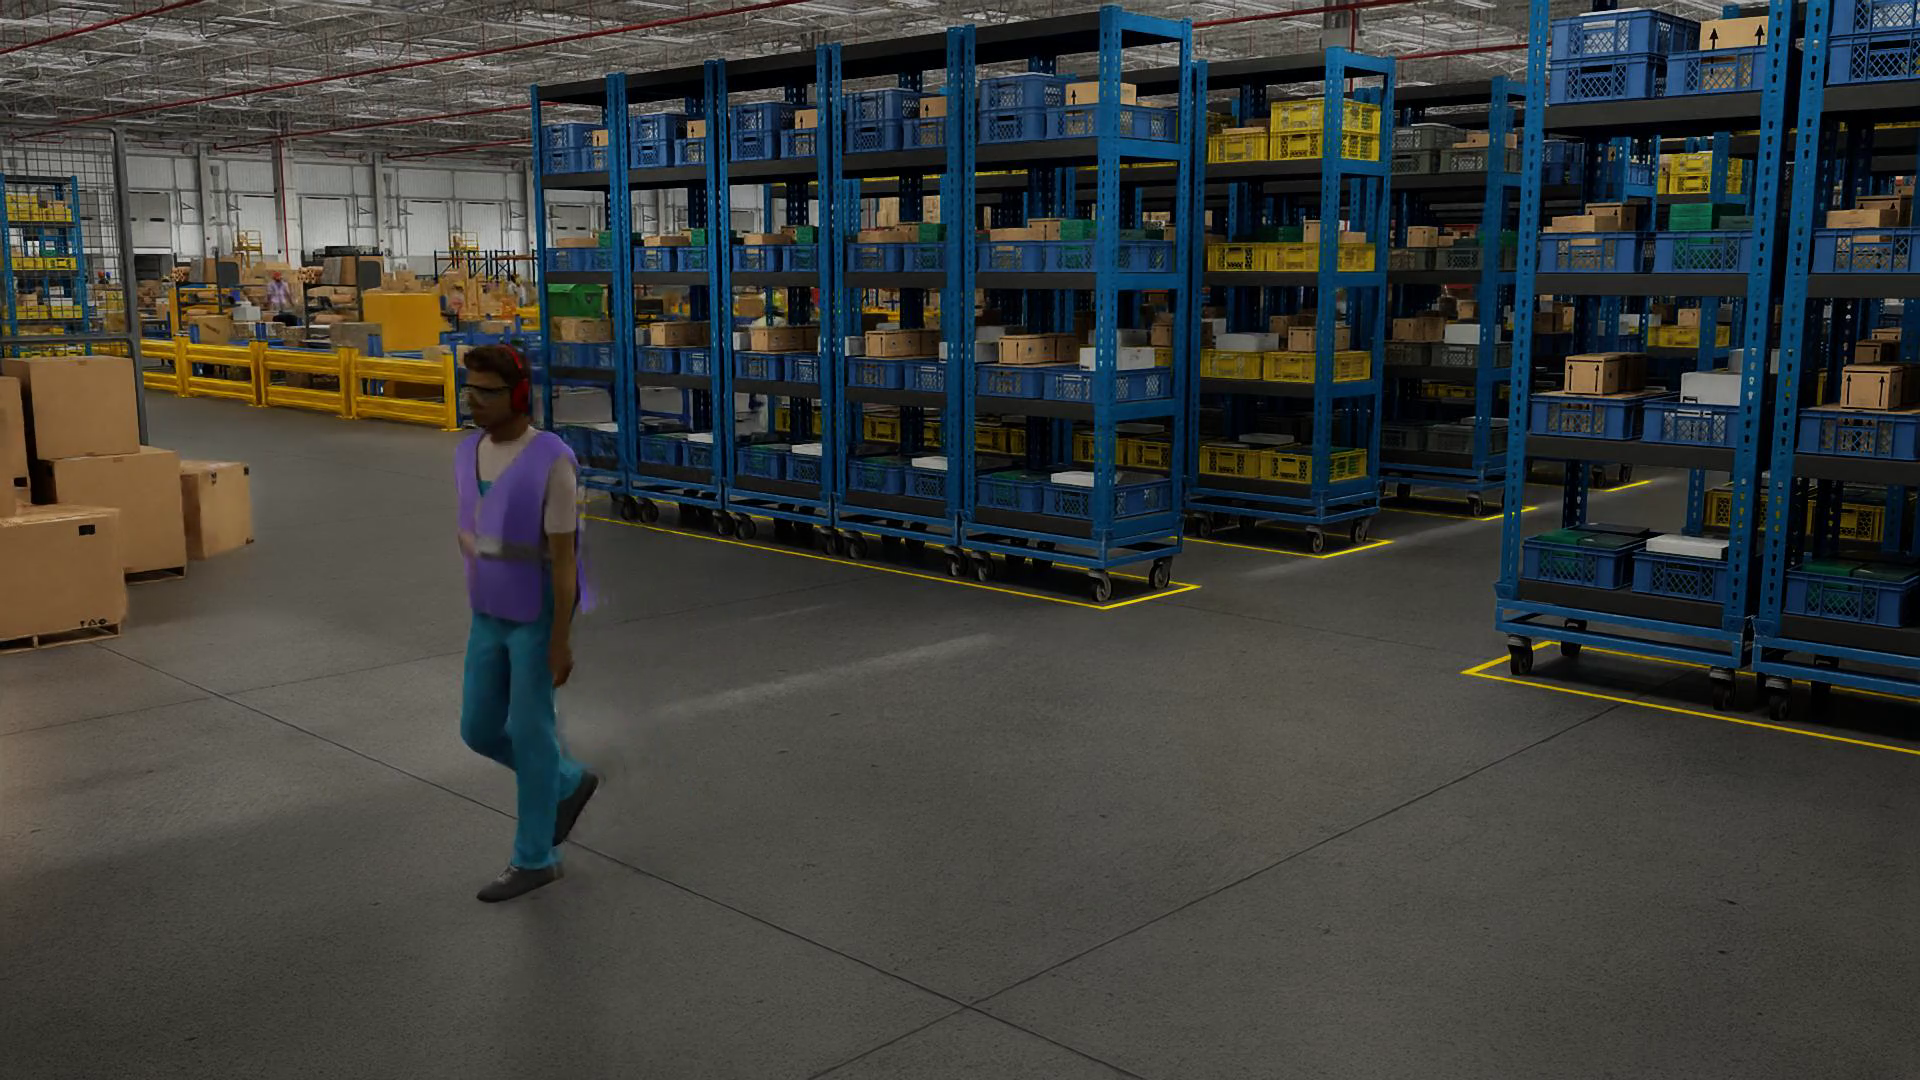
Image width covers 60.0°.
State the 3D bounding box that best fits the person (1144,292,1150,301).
[{"bbox_3d":[7.014,-9.022,62.881,0.317,1.695,0.540,1,9,4],"label":"person"}]

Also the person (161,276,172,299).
[{"bbox_3d":[-36.241,-11.179,75.962,0.296,1.743,0.492,7,12,37],"label":"person"}]

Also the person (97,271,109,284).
[{"bbox_3d":[-33.874,-9.644,65.776,0.611,1.996,0.378,5,11,30],"label":"person"}]

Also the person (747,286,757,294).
[{"bbox_3d":[-9.139,-10.858,73.400,0.553,1.935,0.362,-1,9,-6],"label":"person"}]

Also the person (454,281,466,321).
[{"bbox_3d":[-13.424,-6.046,44.491,0.678,1.748,0.528,1,9,8],"label":"person"}]

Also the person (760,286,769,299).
[{"bbox_3d":[-5.441,-6.479,47.334,0.503,1.681,0.536,9,13,44],"label":"person"}]

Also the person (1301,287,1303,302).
[{"bbox_3d":[10.346,-6.983,49.640,0.352,1.937,0.635,4,10,24],"label":"person"}]

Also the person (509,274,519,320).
[{"bbox_3d":[-15.651,-8.393,58.477,0.316,1.875,0.531,-7,12,-37],"label":"person"}]

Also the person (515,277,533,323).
[{"bbox_3d":[-15.658,-8.474,59.306,0.933,1.779,0.597,-3,10,-18],"label":"person"}]

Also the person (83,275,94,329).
[{"bbox_3d":[-29.672,-8.074,56.582,0.324,1.861,0.520,2,10,13],"label":"person"}]

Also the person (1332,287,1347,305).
[{"bbox_3d":[6.149,-3.231,26.792,0.687,1.882,0.654,-8,12,-40],"label":"person"}]

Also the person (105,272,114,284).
[{"bbox_3d":[-38.291,-11.096,74.827,0.384,1.948,0.605,4,10,21],"label":"person"}]

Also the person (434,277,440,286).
[{"bbox_3d":[-25.826,-12.122,82.018,0.540,1.659,0.864,-5,11,-30],"label":"person"}]

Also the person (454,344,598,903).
[{"bbox_3d":[-1.428,0.261,5.545,0.564,1.834,0.501,7,11,36],"label":"person"}]

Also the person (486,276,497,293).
[{"bbox_3d":[-22.519,-11.840,80.056,0.585,1.720,0.653,0,9,0],"label":"person"}]

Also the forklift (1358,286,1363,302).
[{"bbox_3d":[11.100,-7.017,46.970,1.873,2.768,1.129,9,13,43],"label":"forklift"}]

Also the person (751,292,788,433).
[{"bbox_3d":[-2.239,-2.102,20.193,0.595,1.789,0.919,6,11,33],"label":"person"}]

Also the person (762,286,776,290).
[{"bbox_3d":[-7.343,-9.401,64.153,1.038,2.000,0.698,-4,10,-24],"label":"person"}]

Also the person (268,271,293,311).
[{"bbox_3d":[-21.928,-7.665,53.679,0.724,1.970,1.051,-6,11,-33],"label":"person"}]

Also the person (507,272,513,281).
[{"bbox_3d":[-25.547,-14.351,94.873,0.555,1.923,0.724,2,10,13],"label":"person"}]
